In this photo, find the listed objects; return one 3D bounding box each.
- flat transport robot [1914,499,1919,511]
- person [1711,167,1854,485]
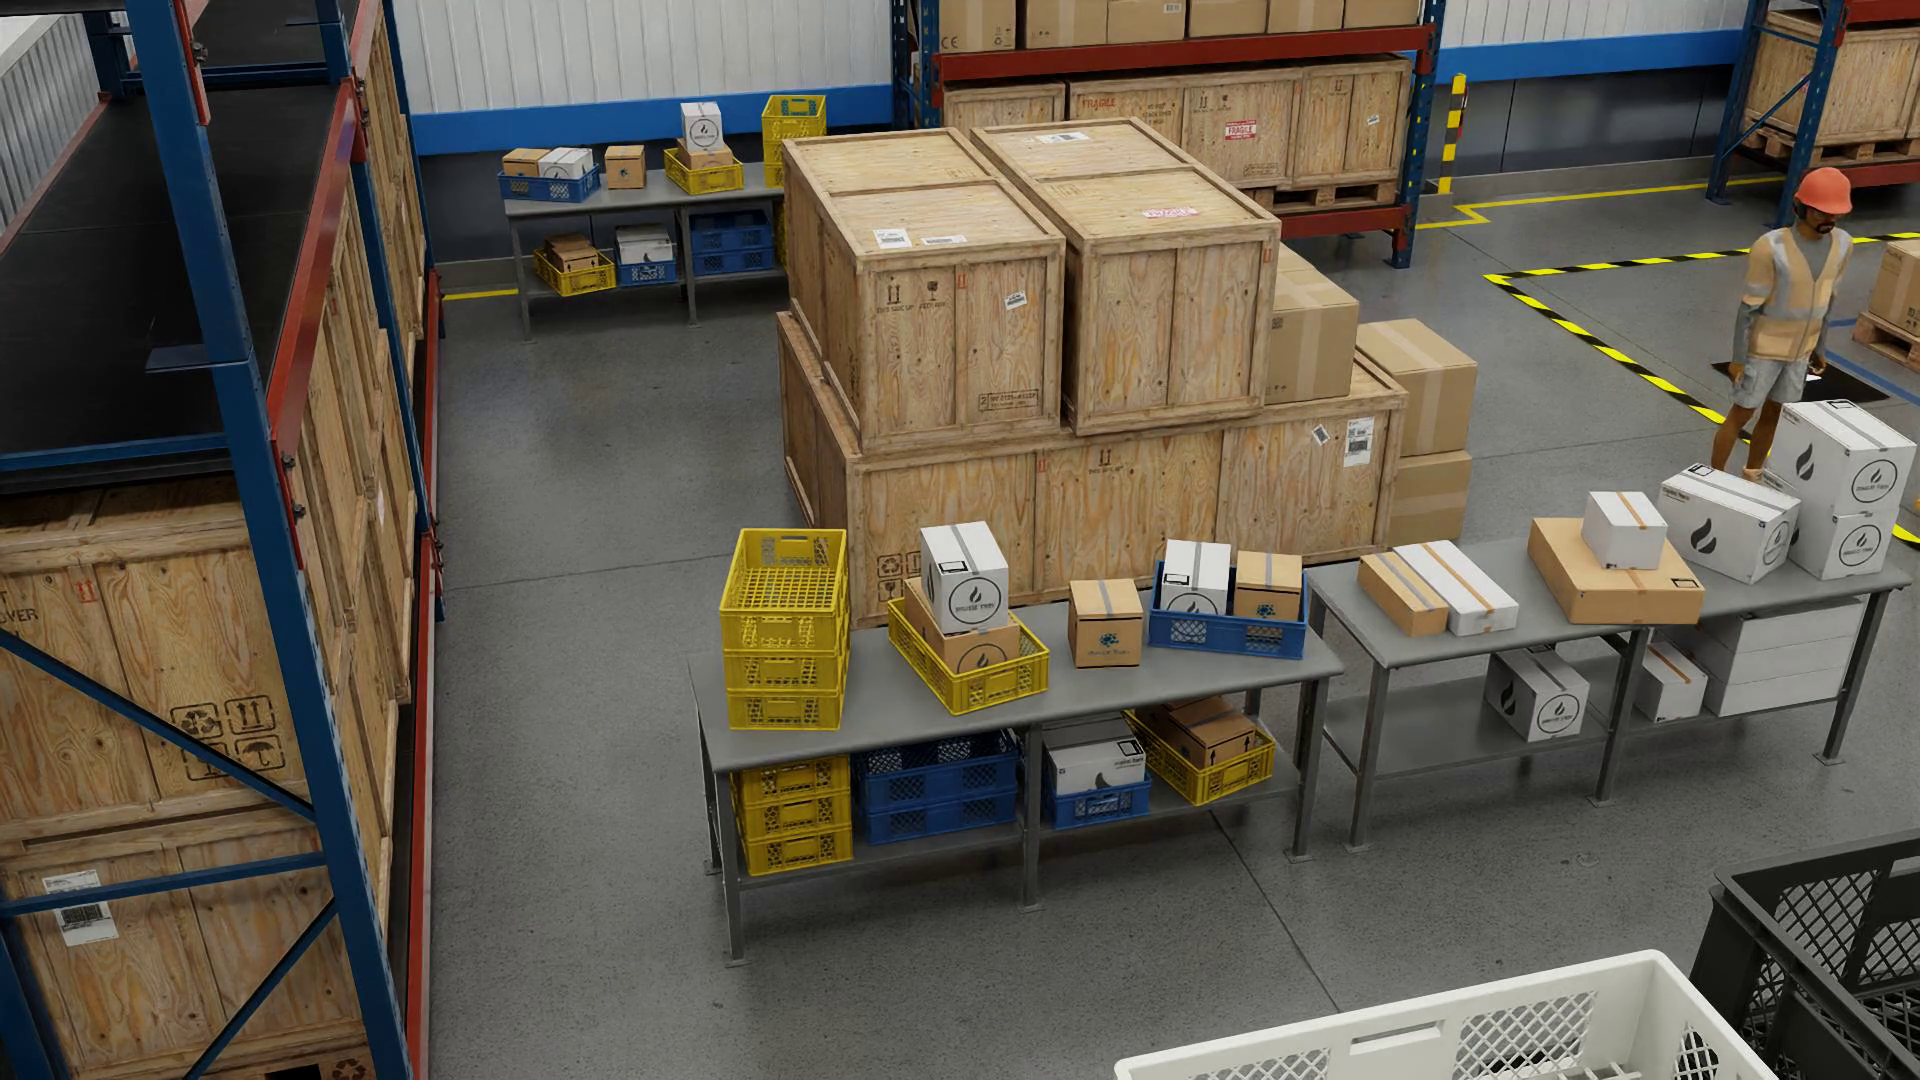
[{"bbox_3d":[6.154,-0.048,9.174,0.652,0.197,1.431,-17,33,-28],"label":"flat transport robot"},{"bbox_3d":[4.565,-1.065,9.213,0.610,2.041,0.392,-7,30,-12],"label":"person"}]
